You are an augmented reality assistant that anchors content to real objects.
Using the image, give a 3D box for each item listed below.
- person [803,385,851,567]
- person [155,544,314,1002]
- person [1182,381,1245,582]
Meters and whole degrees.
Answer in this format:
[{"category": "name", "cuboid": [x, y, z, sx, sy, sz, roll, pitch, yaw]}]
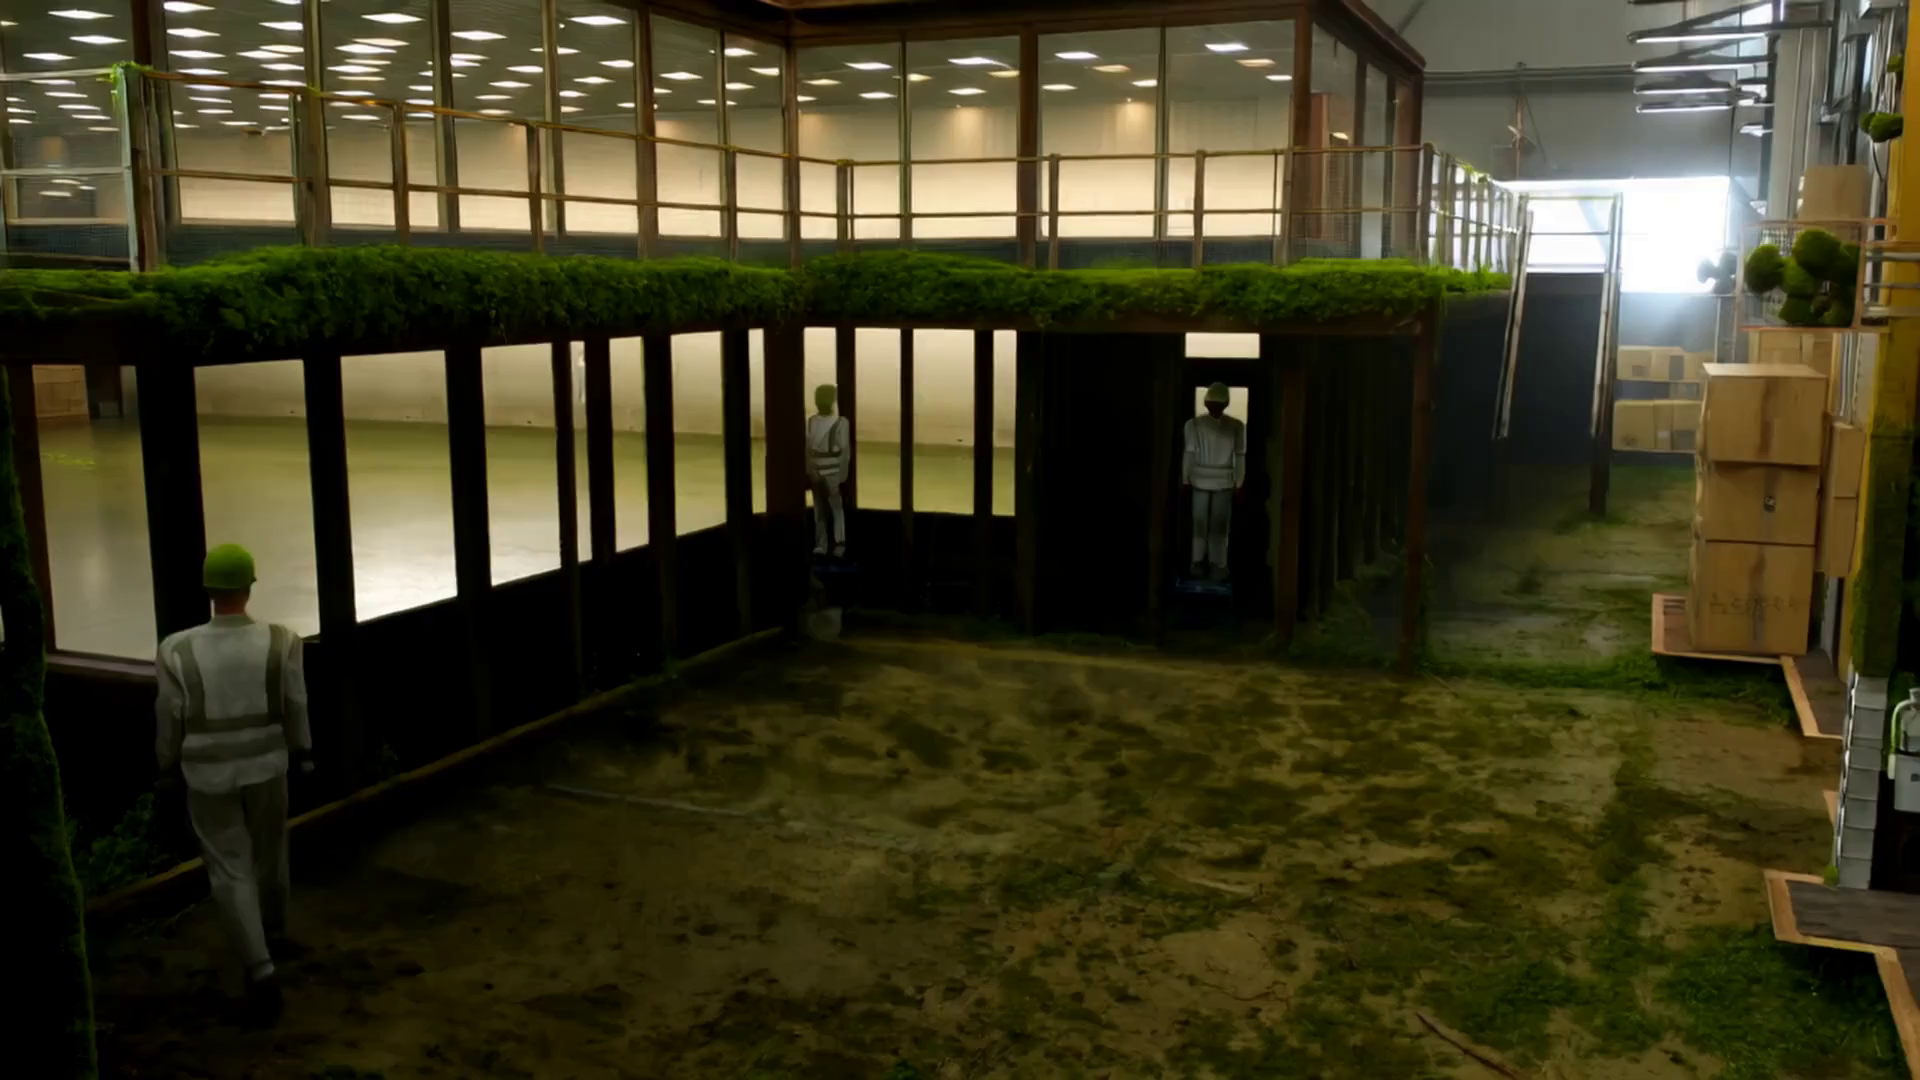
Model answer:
[{"category": "person", "cuboid": [-1.384, -0.664, 17.228, 0.574, 1.884, 0.356, 7, 12, 37]}, {"category": "person", "cuboid": [-3.127, 0.961, 7.185, 0.623, 1.900, 0.984, -4, 10, -23]}, {"category": "person", "cuboid": [2.483, -0.564, 16.313, 0.612, 1.986, 0.406, 1, 9, 5]}]
